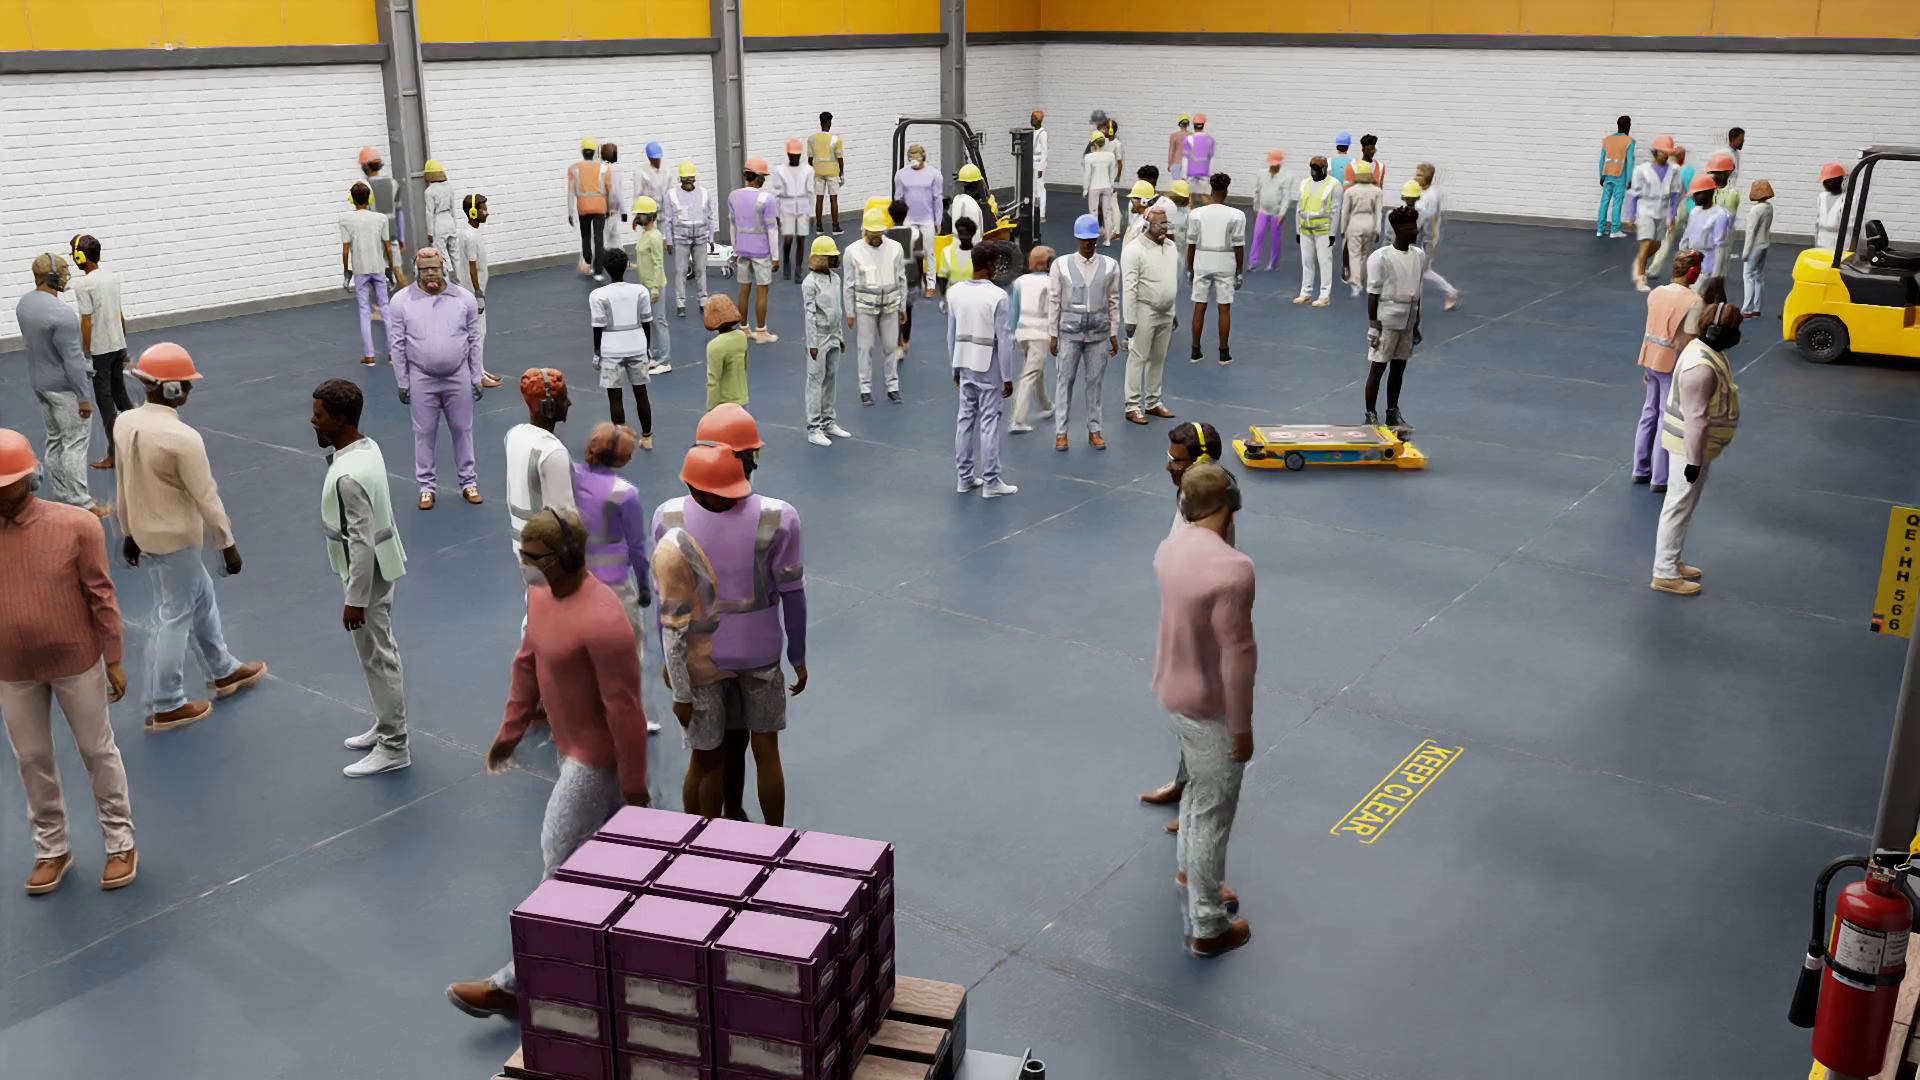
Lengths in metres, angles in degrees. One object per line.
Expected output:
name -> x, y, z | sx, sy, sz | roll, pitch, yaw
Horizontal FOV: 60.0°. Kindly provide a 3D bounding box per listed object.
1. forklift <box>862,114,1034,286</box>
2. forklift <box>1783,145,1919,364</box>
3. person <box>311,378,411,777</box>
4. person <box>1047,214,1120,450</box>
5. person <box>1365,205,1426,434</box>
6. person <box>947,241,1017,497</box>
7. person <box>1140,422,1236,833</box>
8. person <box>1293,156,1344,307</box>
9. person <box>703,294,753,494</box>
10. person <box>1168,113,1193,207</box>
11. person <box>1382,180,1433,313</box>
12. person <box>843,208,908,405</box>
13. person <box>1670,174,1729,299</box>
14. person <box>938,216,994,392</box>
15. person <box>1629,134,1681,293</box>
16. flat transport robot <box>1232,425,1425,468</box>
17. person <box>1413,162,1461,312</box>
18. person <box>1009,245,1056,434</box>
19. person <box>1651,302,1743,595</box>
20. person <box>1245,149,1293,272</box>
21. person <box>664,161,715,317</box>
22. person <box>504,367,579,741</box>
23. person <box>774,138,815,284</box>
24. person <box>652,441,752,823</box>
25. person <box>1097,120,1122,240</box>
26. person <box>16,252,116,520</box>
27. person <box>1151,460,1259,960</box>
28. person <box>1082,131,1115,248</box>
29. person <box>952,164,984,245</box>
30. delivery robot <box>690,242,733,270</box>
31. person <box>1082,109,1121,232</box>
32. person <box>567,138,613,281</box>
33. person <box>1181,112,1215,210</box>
forklift -> -0.171, -4.594, 22.377 | 2.313, 2.155, 1.214 | 1, 18, 3
forklift -> 9.803, -2.879, 17.013 | 2.313, 2.155, 1.214 | 12, 21, 33
person -> -2.831, 0.176, 7.908 | 0.391, 1.917, 0.593 | -5, 18, -16
person -> 1.022, -1.710, 13.754 | 0.602, 1.948, 0.387 | -2, 18, -7
person -> 3.714, -1.861, 14.197 | 0.607, 1.966, 0.366 | -10, 21, -30
person -> 0.152, -1.269, 12.434 | 0.588, 1.914, 0.392 | 15, 23, 39
person -> 1.029, 0.387, 7.332 | 0.311, 1.865, 0.533 | -4, 18, -11
person -> 4.387, -3.800, 20.489 | 0.431, 1.836, 0.619 | -17, 24, -42
person -> -1.662, -0.941, 11.874 | 0.294, 1.625, 0.502 | 7, 19, 20
person -> 3.972, -6.734, 29.783 | 0.532, 1.758, 0.344 | -3, 18, -9
person -> 4.958, -3.122, 18.487 | 0.535, 1.754, 0.450 | 7, 19, 20
person -> -0.775, -2.150, 15.342 | 0.606, 1.818, 0.403 | -6, 19, -18
person -> 7.716, -2.849, 17.392 | 0.530, 1.900, 0.566 | -2, 18, -5
person -> 0.066, -2.321, 16.132 | 0.524, 1.659, 0.841 | 7, 19, 20
person -> 9.017, -4.279, 21.708 | 0.607, 2.020, 0.846 | -1, 18, -2
flat transport robot -> 2.980, -0.766, 13.514 | 1.431, 0.197, 0.652 | 0, 18, -1
person -> 5.572, -3.546, 19.697 | 0.687, 1.827, 0.530 | -2, 18, -7
person -> 0.685, -1.753, 14.472 | 0.514, 1.587, 0.867 | 16, 24, 41
person -> 4.616, -0.576, 10.412 | 0.431, 1.836, 0.620 | 8, 19, 24
person -> 4.265, -4.540, 23.009 | 0.598, 1.693, 0.830 | 11, 21, 31
person -> -3.209, -3.584, 19.801 | 0.601, 1.830, 0.404 | -7, 19, -20
person -> -2.041, 0.073, 8.282 | 0.338, 1.882, 0.582 | -13, 22, -36
person -> -2.184, -4.365, 22.105 | 0.539, 1.919, 0.425 | -4, 18, -13
person -> -0.988, 0.514, 6.846 | 0.387, 1.924, 0.548 | 9, 20, 27
person -> 2.391, -5.709, 26.397 | 0.310, 1.865, 0.532 | -6, 19, -18
person -> -6.351, -1.066, 11.784 | 0.636, 1.928, 0.386 | 12, 21, 34
person -> 0.957, 0.640, 6.512 | 0.410, 1.888, 0.664 | -3, 18, -10
person -> 2.118, -5.366, 25.499 | 0.523, 1.760, 0.334 | -7, 19, -20
person -> 0.098, -3.144, 18.270 | 0.353, 1.930, 0.591 | -7, 19, -20
delivery robot -> -3.454, -3.899, 22.701 | 0.707, 0.478, 0.477 | 1, 18, 3
person -> 2.268, -6.039, 27.147 | 0.563, 2.000, 0.704 | 4, 18, 11
person -> -5.007, -4.495, 22.580 | 0.594, 1.869, 0.949 | -3, 18, -9
person -> 3.919, -6.051, 27.385 | 0.545, 1.924, 0.548 | -3, 18, -10
